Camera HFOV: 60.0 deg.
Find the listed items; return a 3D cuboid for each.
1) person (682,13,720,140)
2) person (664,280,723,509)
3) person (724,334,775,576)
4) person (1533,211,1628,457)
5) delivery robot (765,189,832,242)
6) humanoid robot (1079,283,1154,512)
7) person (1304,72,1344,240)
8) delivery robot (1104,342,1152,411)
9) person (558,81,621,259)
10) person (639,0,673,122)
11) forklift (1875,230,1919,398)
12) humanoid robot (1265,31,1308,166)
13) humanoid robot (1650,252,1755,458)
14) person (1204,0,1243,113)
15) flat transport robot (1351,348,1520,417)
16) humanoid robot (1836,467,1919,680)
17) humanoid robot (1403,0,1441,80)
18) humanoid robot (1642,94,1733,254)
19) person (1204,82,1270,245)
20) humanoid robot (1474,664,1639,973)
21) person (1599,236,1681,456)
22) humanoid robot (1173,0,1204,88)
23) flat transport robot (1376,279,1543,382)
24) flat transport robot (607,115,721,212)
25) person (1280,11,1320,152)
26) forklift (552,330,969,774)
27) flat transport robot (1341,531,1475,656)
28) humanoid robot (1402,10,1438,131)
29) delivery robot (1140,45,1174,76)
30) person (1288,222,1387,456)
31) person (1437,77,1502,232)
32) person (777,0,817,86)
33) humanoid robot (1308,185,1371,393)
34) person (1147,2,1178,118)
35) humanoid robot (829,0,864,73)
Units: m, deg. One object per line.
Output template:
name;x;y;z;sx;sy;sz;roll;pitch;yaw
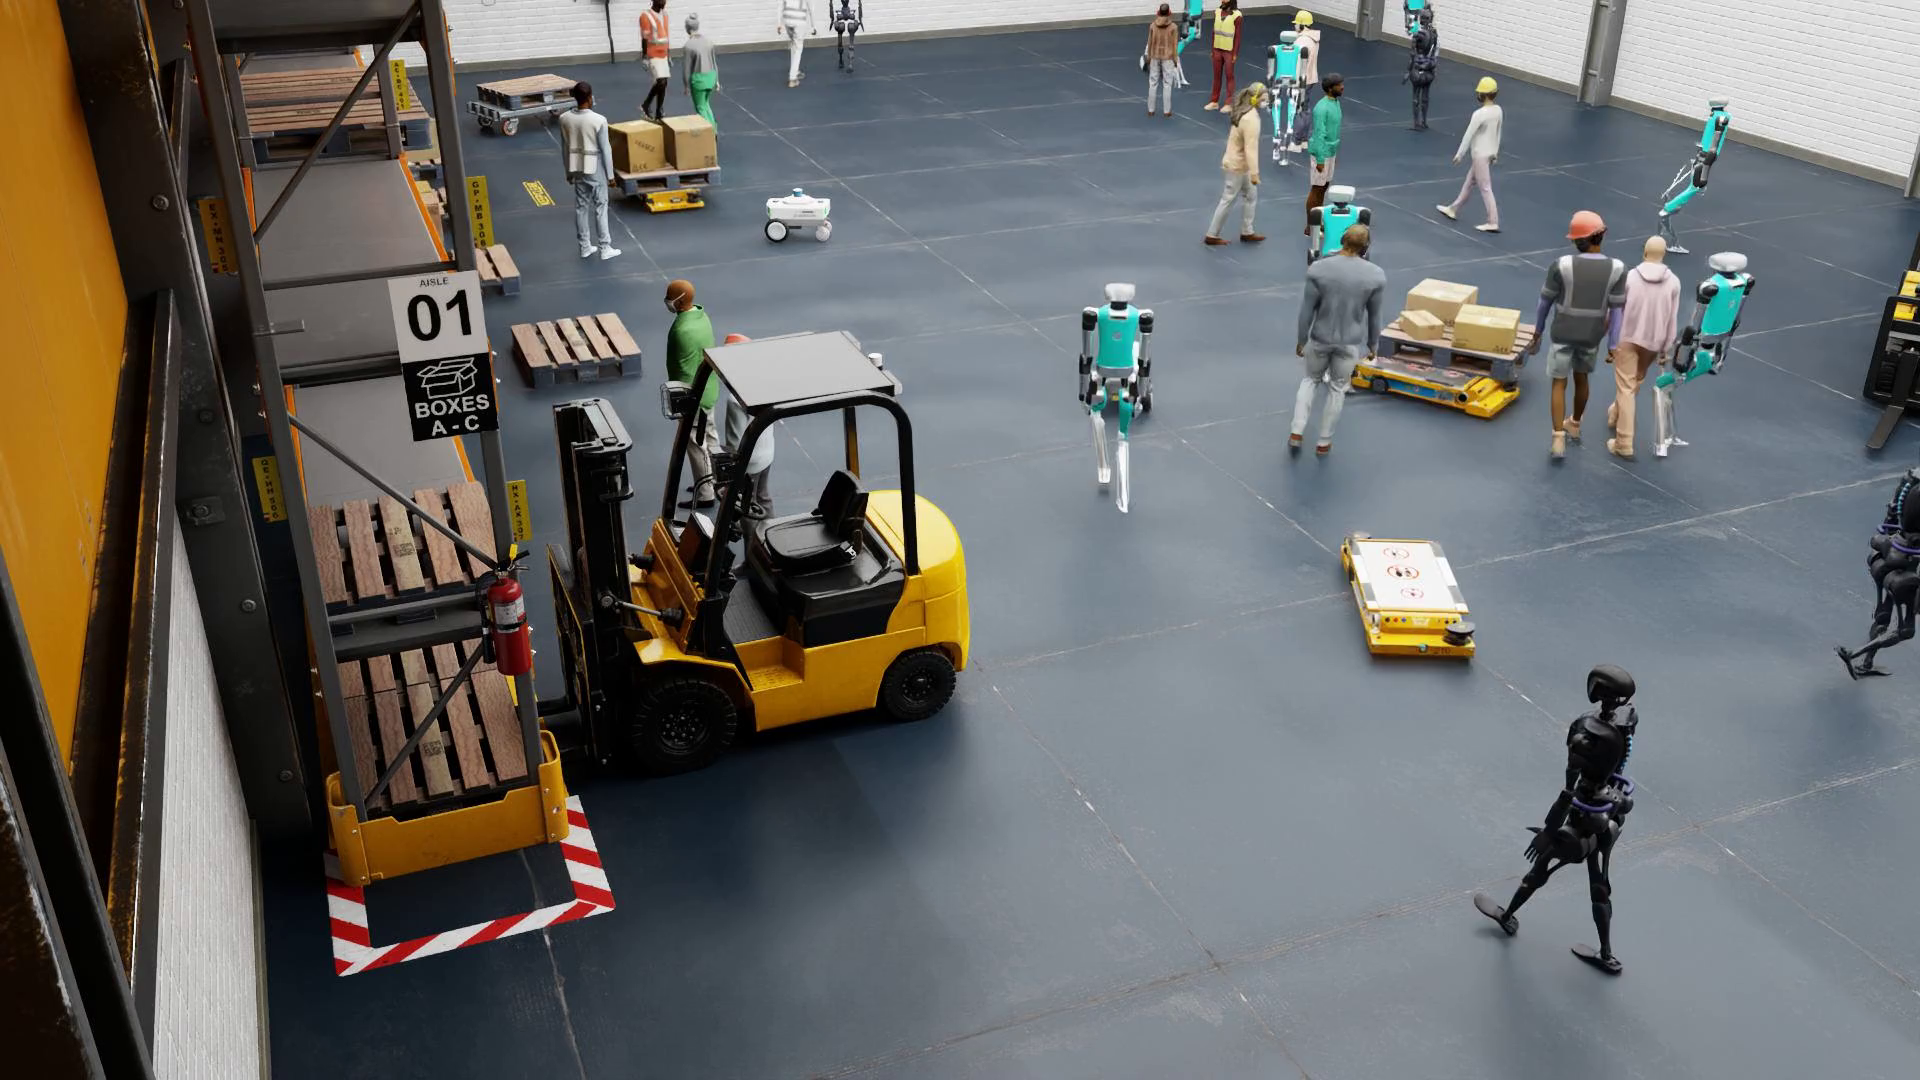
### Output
person;-3.562;-6.266;22.708;0.464;1.830;0.531;21;34;36
person;-1.997;-1.098;12.501;0.388;1.778;0.548;3;27;6
person;-1.473;-0.588;11.521;0.347;1.738;0.571;8;28;15
person;4.949;-1.648;13.364;0.643;1.989;0.832;2;27;5
delivery robot;-1.867;-3.720;19.085;0.813;0.609;0.499;1;27;1
humanoid robot;1.165;-1.149;12.669;0.538;1.796;0.835;2;27;3
person;4.140;-4.379;18.935;0.397;1.854;0.493;15;30;27
delivery robot;1.427;-1.472;14.586;0.499;0.586;0.773;1;27;3
person;-4.064;-4.019;18.154;0.600;1.913;0.393;10;28;18
person;-4.370;-7.015;24.077;0.423;1.943;0.639;12;29;22
forklift;9.029;-2.397;14.618;1.214;2.155;2.313;18;32;32
humanoid robot;4.230;-5.697;21.691;0.540;1.734;0.965;4;27;9
humanoid robot;5.792;-1.499;13.331;0.532;1.772;0.791;-13;29;-24
person;3.967;-7.300;24.840;0.466;1.768;0.384;23;34;37
flat transport robot;4.176;-1.430;14.831;1.431;0.231;0.659;20;33;34
humanoid robot;5.696;0.126;10.173;0.448;1.646;0.609;0;27;1
humanoid robot;7.604;-8.431;27.130;0.916;1.747;0.598;-19;32;-33
humanoid robot;7.967;-3.969;18.375;0.765;1.898;0.545;8;28;15
person;3.165;-4.177;18.547;0.825;1.832;0.579;2;27;4
humanoid robot;2.930;1.268;7.920;0.599;1.631;0.720;-21;33;-35
person;5.502;-1.608;13.574;0.578;1.728;0.969;3;27;6
humanoid robot;3.519;-8.087;26.471;0.668;1.837;0.538;19;32;33
flat transport robot;4.538;-1.608;15.187;0.659;0.231;1.431;16;31;29
flat transport robot;-3.682;-4.353;20.645;0.659;0.231;1.431;-11;29;-21
person;4.653;-6.225;22.607;0.431;1.859;0.789;12;29;22
forklift;-1.094;0.010;9.831;2.313;2.155;1.214;-10;28;-20
flat transport robot;3.017;0.352;11.287;0.659;0.231;1.431;2;27;3
humanoid robot;6.588;-6.711;23.754;0.585;1.656;0.325;-19;33;-34
delivery robot;3.324;-8.016;27.623;0.499;0.603;0.792;-5;27;-10
person;3.044;-1.594;13.340;0.648;1.901;0.441;7;27;13
person;5.982;-4.474;19.266;0.900;1.718;0.538;24;35;39
person;-2.601;-8.255;26.642;0.593;1.849;0.770;11;29;21
humanoid robot;3.316;-2.150;14.653;0.598;1.789;0.854;6;27;11
person;2.974;-7.071;24.520;0.462;1.648;0.327;8;28;16
humanoid robot;-1.893;-8.666;27.685;0.589;1.626;0.718;0;27;-1
